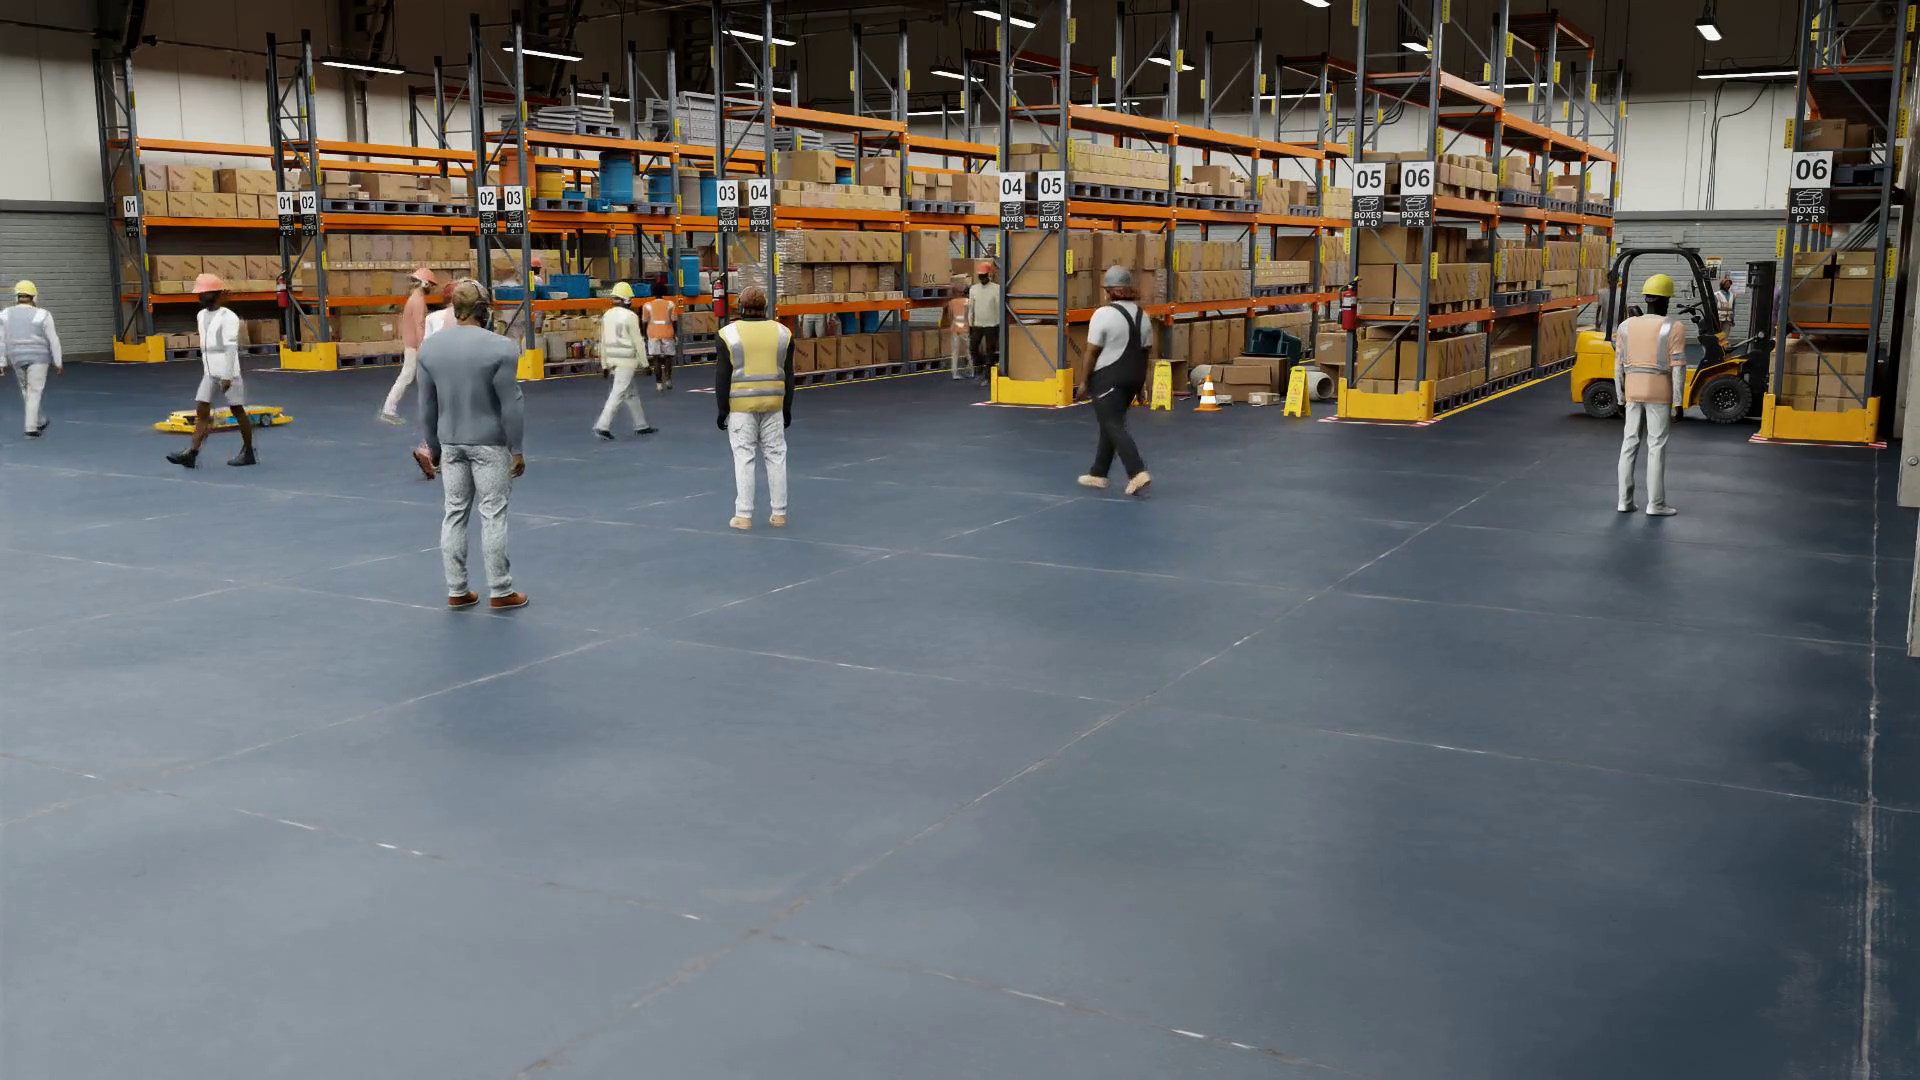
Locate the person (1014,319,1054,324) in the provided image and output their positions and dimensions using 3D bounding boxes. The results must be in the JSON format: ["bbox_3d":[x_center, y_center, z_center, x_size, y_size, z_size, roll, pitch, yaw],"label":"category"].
[{"bbox_3d":[1.184,-3.334,26.268,0.608,1.863,1.032,5,11,27],"label":"person"}]

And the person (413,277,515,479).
[{"bbox_3d":[-4.669,-1.510,15.546,0.846,1.881,0.644,-3,10,-19],"label":"person"}]

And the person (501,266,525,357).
[{"bbox_3d":[-8.147,-4.077,30.533,0.438,1.897,0.672,-7,12,-36],"label":"person"}]

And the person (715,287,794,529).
[{"bbox_3d":[-1.571,-1.001,12.680,0.624,1.844,0.430,-5,11,-25],"label":"person"}]

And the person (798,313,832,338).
[{"bbox_3d":[-2.570,-3.922,29.535,0.624,1.934,0.364,0,10,0],"label":"person"}]

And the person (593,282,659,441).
[{"bbox_3d":[-3.819,-2.017,18.815,0.941,1.789,0.591,-8,13,-41],"label":"person"}]

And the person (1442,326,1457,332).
[{"bbox_3d":[11.492,-5.484,38.504,0.633,1.986,1.049,-7,12,-36],"label":"person"}]

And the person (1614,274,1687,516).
[{"bbox_3d":[5.526,-1.152,13.319,0.368,1.927,0.587,-8,12,-38],"label":"person"}]

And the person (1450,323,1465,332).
[{"bbox_3d":[10.196,-4.722,34.261,0.585,1.907,0.771,5,11,27],"label":"person"}]

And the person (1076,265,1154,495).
[{"bbox_3d":[1.393,-1.431,14.616,0.973,2.000,0.677,9,13,43],"label":"person"}]

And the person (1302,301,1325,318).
[{"bbox_3d":[8.308,-5.558,39.237,0.566,1.881,0.969,9,13,43],"label":"person"}]

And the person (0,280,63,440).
[{"bbox_3d":[-10.578,-2.061,19.023,0.622,1.788,0.919,-1,10,-4],"label":"person"}]

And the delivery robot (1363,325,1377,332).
[{"bbox_3d":[9.336,-4.632,37.429,0.707,0.478,0.477,-1,10,-8],"label":"delivery robot"}]

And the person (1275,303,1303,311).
[{"bbox_3d":[7.423,-5.271,37.560,0.653,1.891,0.575,6,12,33],"label":"person"}]

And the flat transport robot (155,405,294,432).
[{"bbox_3d":[-8.853,-1.475,20.046,0.652,0.197,1.431,5,11,29],"label":"flat transport robot"}]

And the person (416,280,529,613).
[{"bbox_3d":[-2.830,-0.538,9.689,0.633,1.936,0.353,2,10,12],"label":"person"}]

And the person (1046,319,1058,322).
[{"bbox_3d":[1.353,-3.563,27.835,0.978,1.789,0.529,-9,13,-44],"label":"person"}]

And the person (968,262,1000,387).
[{"bbox_3d":[0.404,-3.439,26.533,0.641,1.983,0.444,4,10,22],"label":"person"}]

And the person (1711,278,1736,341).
[{"bbox_3d":[14.900,-4.286,32.503,0.514,1.641,0.307,-2,10,-12],"label":"person"}]

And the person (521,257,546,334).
[{"bbox_3d":[-8.371,-4.537,32.791,0.605,2.045,0.382,8,12,38],"label":"person"}]

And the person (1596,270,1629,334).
[{"bbox_3d":[11.088,-3.662,28.257,0.535,1.851,0.415,4,10,22],"label":"person"}]

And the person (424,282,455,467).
[{"bbox_3d":[-5.075,-1.648,16.560,0.583,1.827,0.969,4,10,22],"label":"person"}]

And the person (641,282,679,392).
[{"bbox_3d":[-4.635,-3.141,25.683,0.558,1.665,0.752,-2,10,-12],"label":"person"}]

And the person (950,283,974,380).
[{"bbox_3d":[0.102,-3.504,27.982,0.546,1.606,0.745,7,12,36],"label":"person"}]

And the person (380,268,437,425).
[{"bbox_3d":[-6.694,-2.367,20.449,1.011,1.931,0.650,-3,10,-15],"label":"person"}]

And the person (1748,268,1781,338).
[{"bbox_3d":[13.972,-3.794,28.816,0.588,1.918,0.397,5,11,28],"label":"person"}]

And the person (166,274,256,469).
[{"bbox_3d":[-7.291,-1.623,16.162,0.574,1.892,0.947,5,11,28],"label":"person"}]

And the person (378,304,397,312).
[{"bbox_3d":[-12.389,-5.027,35.942,0.607,1.952,0.442,6,12,33],"label":"person"}]
